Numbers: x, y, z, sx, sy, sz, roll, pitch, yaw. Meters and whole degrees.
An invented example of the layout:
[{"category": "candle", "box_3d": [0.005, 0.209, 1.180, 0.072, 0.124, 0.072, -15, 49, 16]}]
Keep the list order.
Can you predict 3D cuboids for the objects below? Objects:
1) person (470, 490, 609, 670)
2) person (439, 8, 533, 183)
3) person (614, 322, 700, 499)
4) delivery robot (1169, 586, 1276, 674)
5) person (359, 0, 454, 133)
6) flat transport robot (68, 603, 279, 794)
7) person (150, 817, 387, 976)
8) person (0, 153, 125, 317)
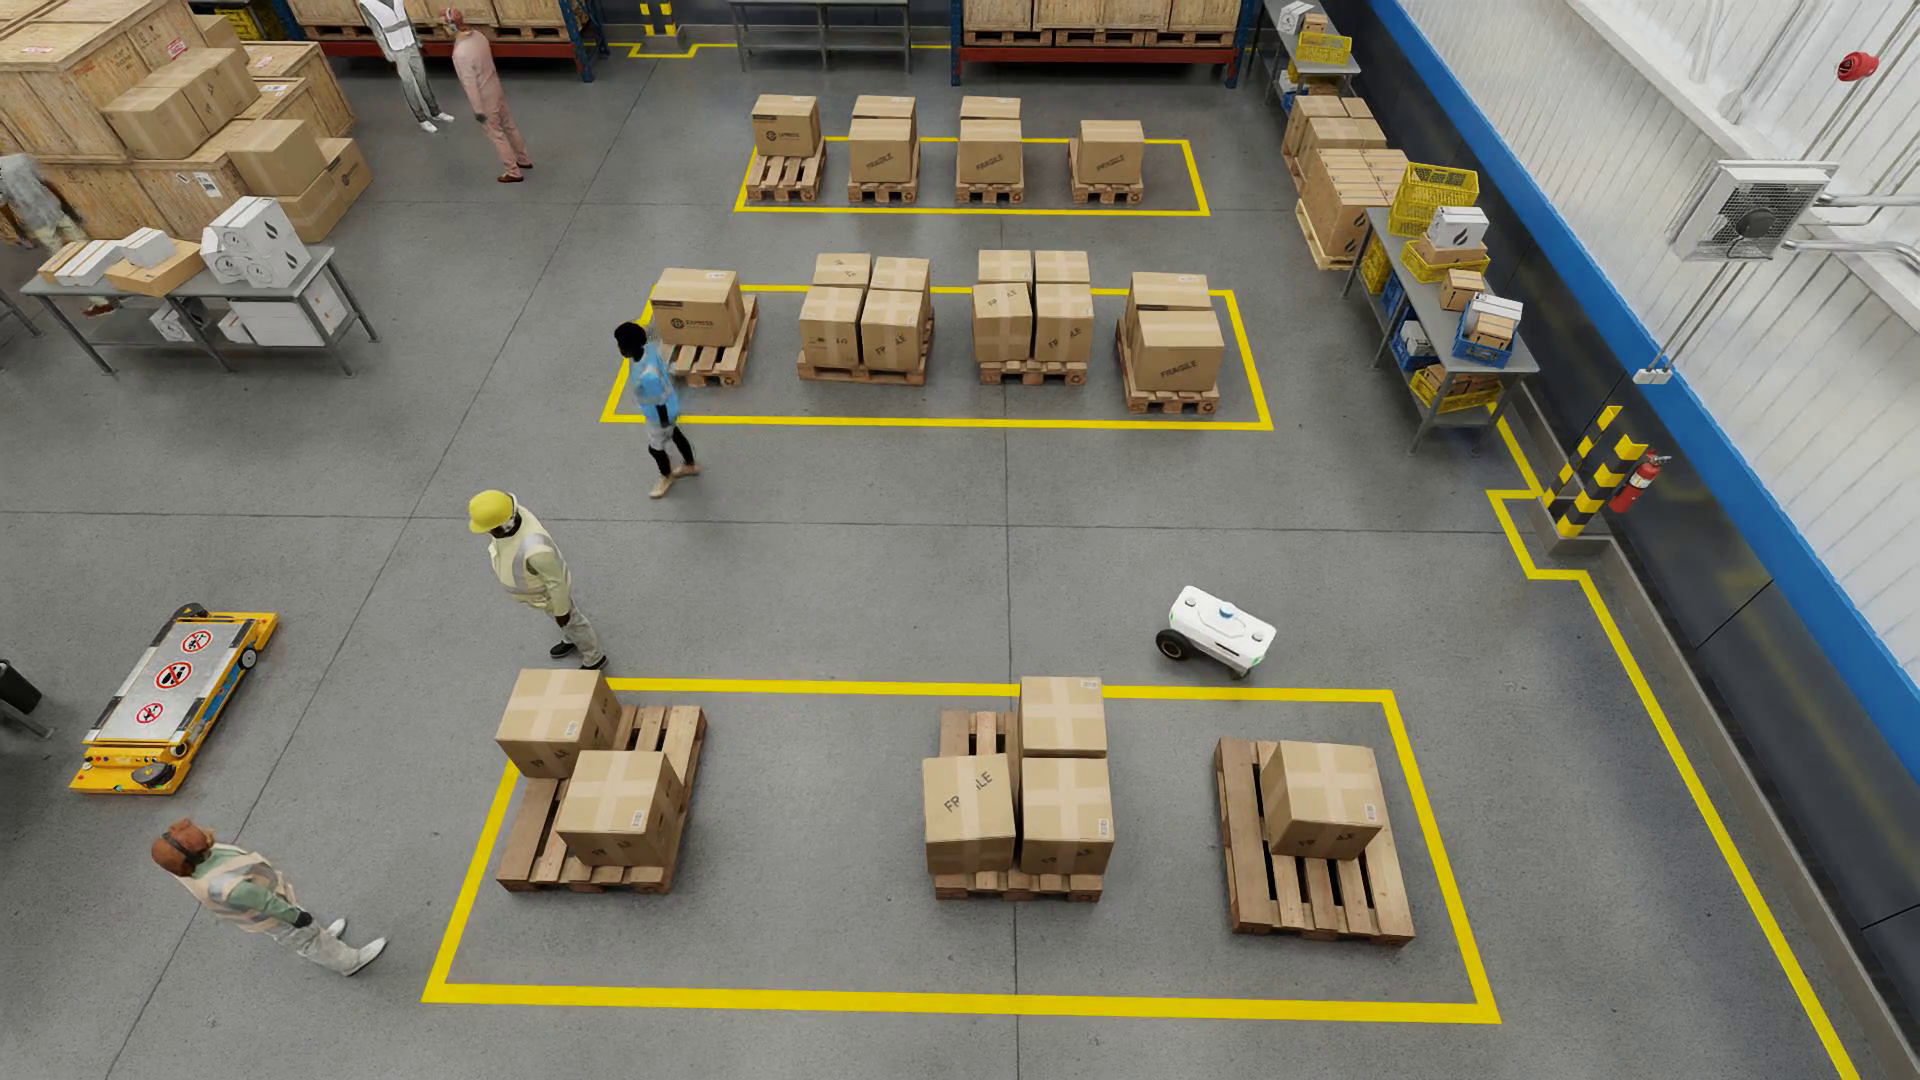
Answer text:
[{"category": "person", "box_3d": [-2.778, 0.306, 6.081, 0.403, 1.822, 0.589, -35, 58, -26]}, {"category": "person", "box_3d": [-5.516, -5.137, 10.641, 0.399, 1.900, 0.653, 3, 50, 3]}, {"category": "person", "box_3d": [-2.465, -1.056, 7.323, 0.475, 1.685, 0.600, -15, 51, -12]}, {"category": "delivery robot", "box_3d": [1.871, 0.629, 6.573, 0.707, 0.478, 0.477, 28, 55, 22]}, {"category": "person", "box_3d": [-6.998, -6.170, 11.499, 0.392, 1.919, 0.592, 16, 52, 13]}, {"category": "flat transport robot", "box_3d": [-5.504, 1.072, 6.442, 0.652, 0.197, 1.431, 1, 50, 1]}, {"category": "person", "box_3d": [-3.666, 1.912, 4.838, 0.514, 1.641, 0.315, 19, 52, 15]}, {"category": "person", "box_3d": [-8.871, -3.061, 8.920, 0.365, 1.842, 0.628, 16, 52, 13]}]
